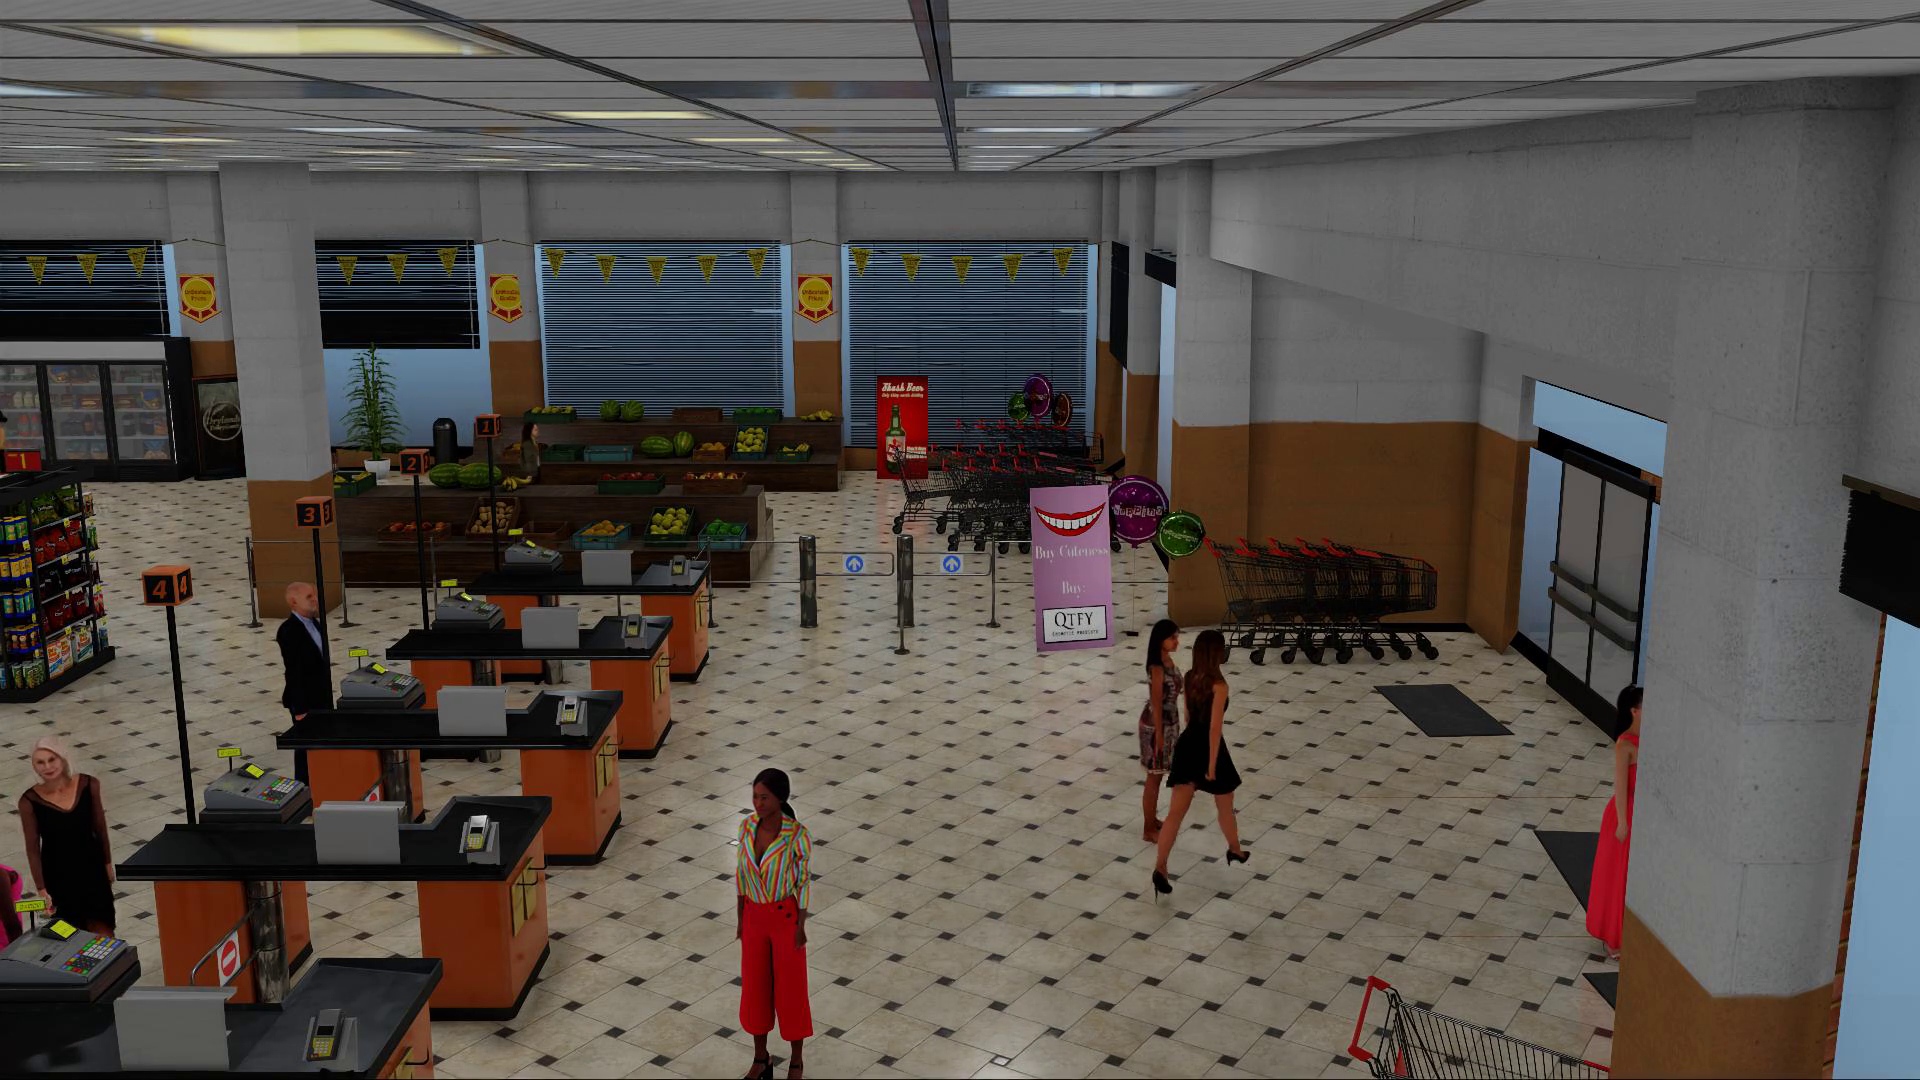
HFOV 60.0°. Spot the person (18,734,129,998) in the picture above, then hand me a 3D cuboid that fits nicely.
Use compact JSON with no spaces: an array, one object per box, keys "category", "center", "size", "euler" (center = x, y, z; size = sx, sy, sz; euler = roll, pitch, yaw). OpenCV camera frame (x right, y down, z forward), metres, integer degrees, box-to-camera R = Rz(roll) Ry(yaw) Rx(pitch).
[{"category":"person","center":[-5.105,1.907,9.530],"size":[0.865,1.724,0.908],"euler":[-11,16,-42]}]

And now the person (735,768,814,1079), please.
[{"category":"person","center":[-0.974,2.047,8.700],"size":[0.568,1.793,0.714],"euler":[4,12,18]}]

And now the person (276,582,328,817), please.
[{"category":"person","center":[-4.986,1.197,12.716],"size":[0.577,1.801,0.673],"euler":[0,12,2]}]

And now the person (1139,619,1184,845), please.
[{"category":"person","center":[1.461,1.383,12.216],"size":[0.617,1.642,0.701],"euler":[3,12,14]}]

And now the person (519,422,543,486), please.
[{"category":"person","center":[-6.164,-0.941,23.687],"size":[0.801,1.464,0.627],"euler":[1,12,5]}]

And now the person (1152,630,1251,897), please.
[{"category":"person","center":[1.543,1.545,11.145],"size":[1.193,1.768,1.098],"euler":[-11,16,-41]}]

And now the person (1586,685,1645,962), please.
[{"category":"person","center":[4.155,1.740,10.316],"size":[0.701,1.728,0.771],"euler":[-10,16,-40]}]
